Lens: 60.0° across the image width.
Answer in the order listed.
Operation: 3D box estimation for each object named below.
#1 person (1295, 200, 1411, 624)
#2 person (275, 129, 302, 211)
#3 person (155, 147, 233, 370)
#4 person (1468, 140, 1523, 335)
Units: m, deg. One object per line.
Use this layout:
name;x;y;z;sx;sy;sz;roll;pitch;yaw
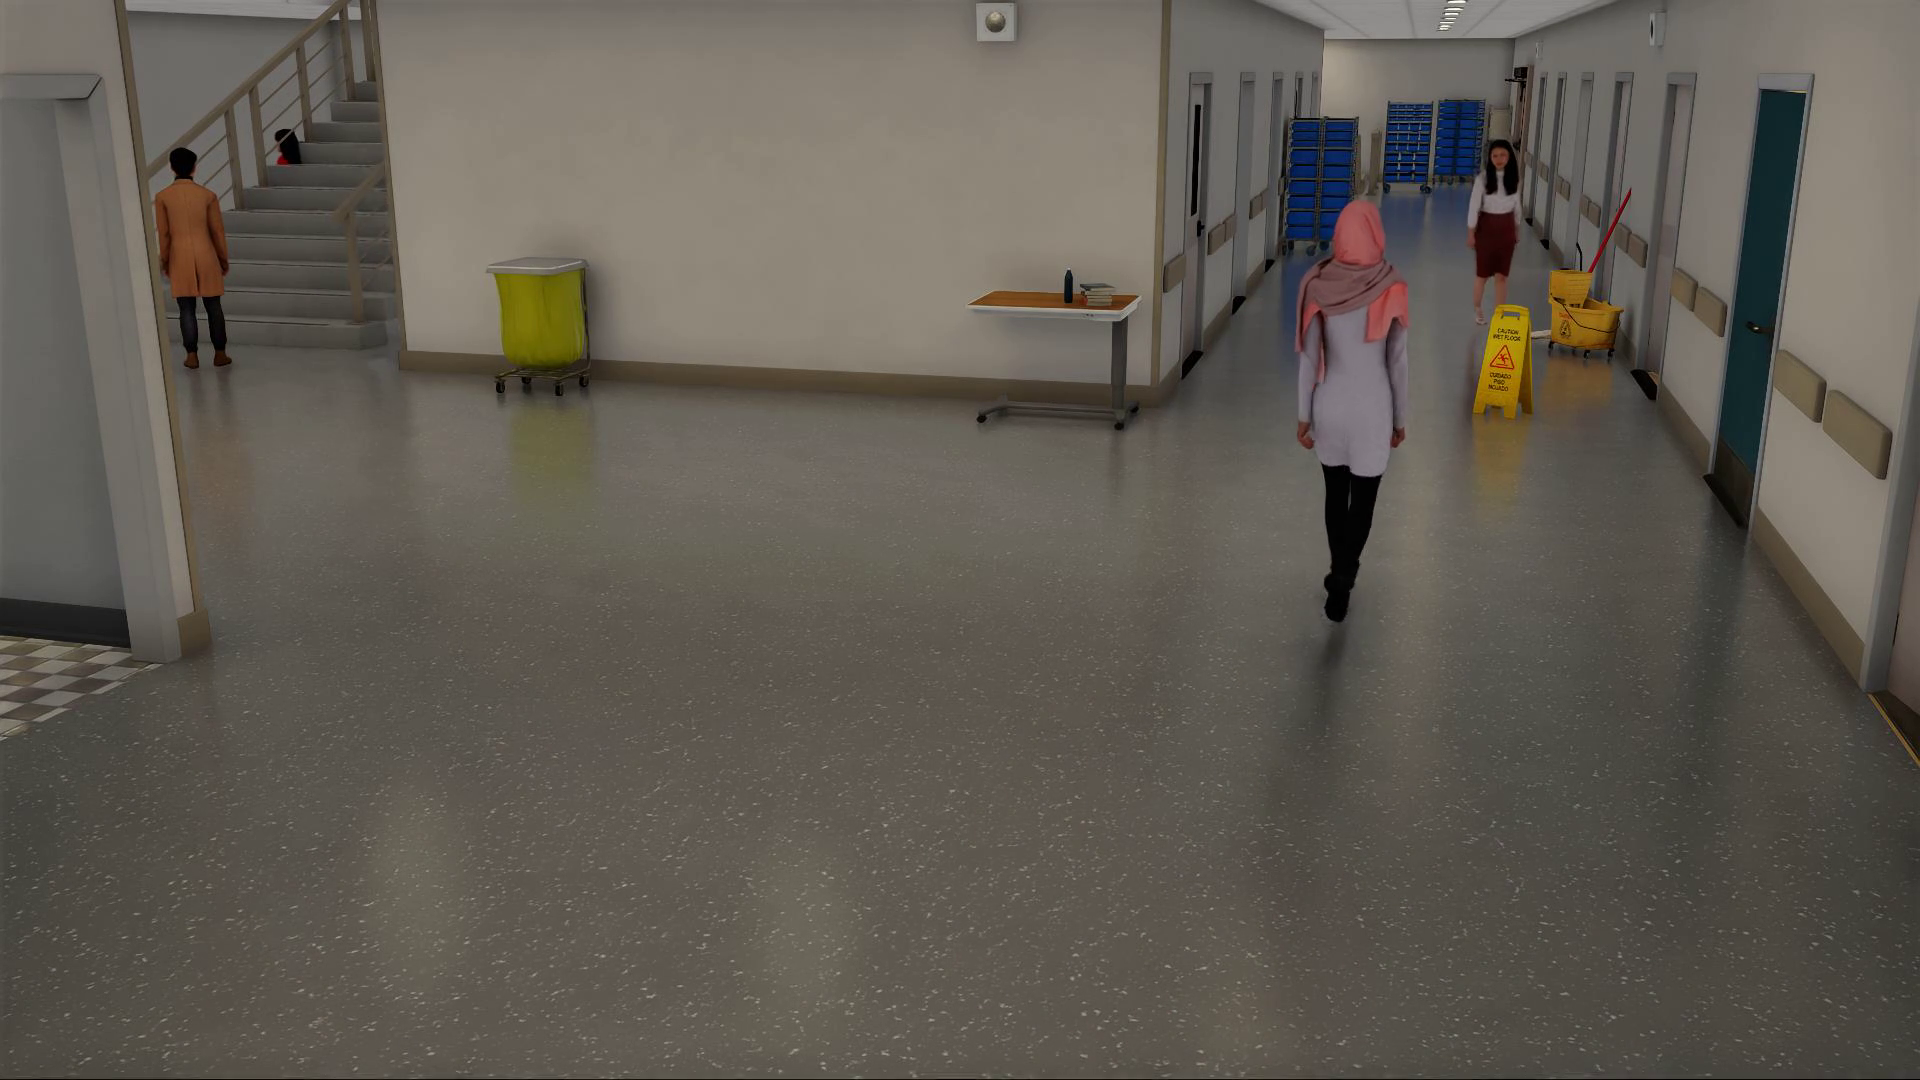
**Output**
person;1.646;-0.507;7.051;0.683;1.779;1.110;5;17;18
person;-6.915;-3.387;17.326;0.702;1.746;0.593;2;16;6
person;-6.093;-2.240;13.218;0.764;1.727;0.809;-7;17;-22
person;4.777;-2.668;14.902;0.778;1.679;1.188;0;16;2
